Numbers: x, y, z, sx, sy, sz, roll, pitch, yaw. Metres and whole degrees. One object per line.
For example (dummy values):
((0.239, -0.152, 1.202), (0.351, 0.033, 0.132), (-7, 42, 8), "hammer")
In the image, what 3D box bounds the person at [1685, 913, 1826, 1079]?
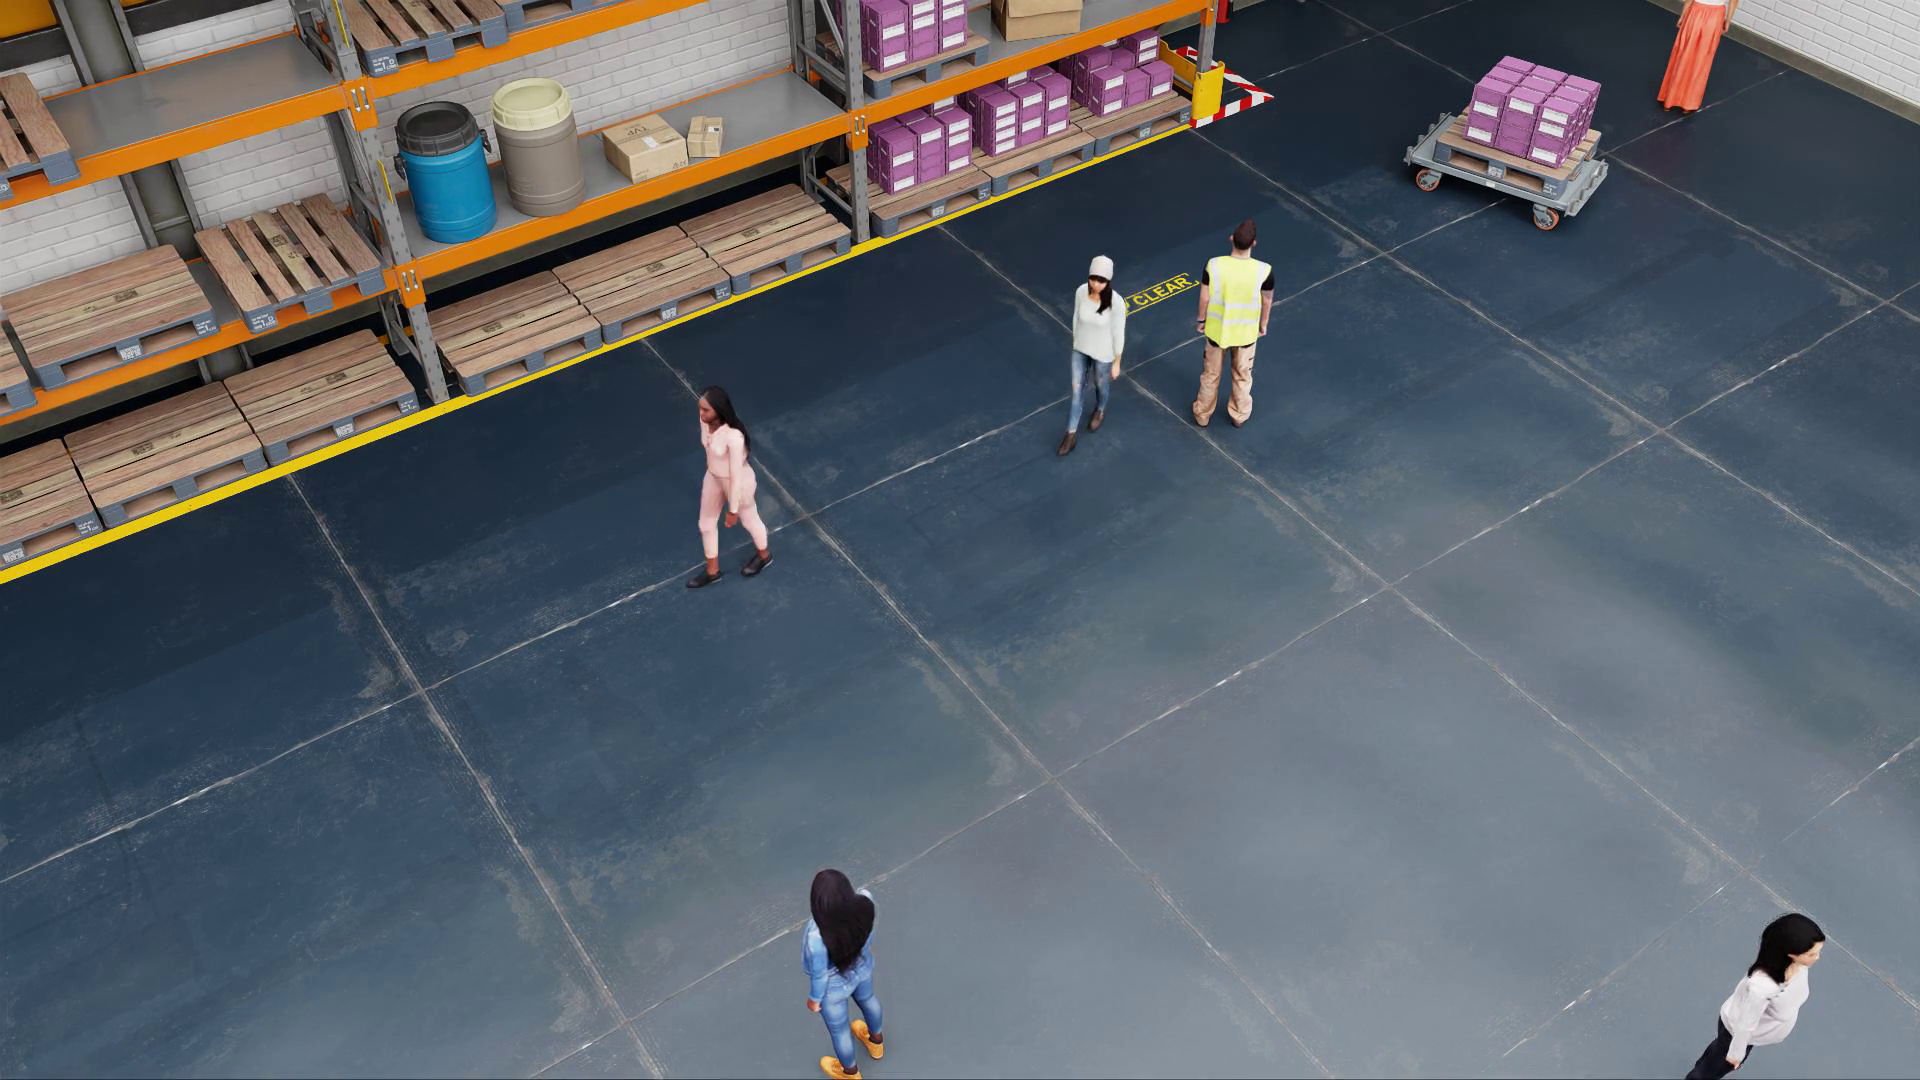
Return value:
((3.960, 2.416, 8.372), (0.716, 1.700, 0.548), (34, 53, 30), "person")

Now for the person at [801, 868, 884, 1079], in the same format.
((-0.594, 2.239, 8.550), (0.725, 1.711, 0.561), (29, 51, 27), "person")

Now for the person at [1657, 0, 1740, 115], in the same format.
((7.183, -4.995, 16.077), (0.730, 1.802, 0.756), (15, 46, 15), "person")

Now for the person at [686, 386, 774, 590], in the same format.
((-1.485, -0.401, 11.333), (0.731, 1.695, 0.927), (33, 53, 30), "person")

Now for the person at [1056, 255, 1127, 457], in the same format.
((1.046, -1.451, 12.488), (0.870, 1.621, 1.039), (20, 47, 19), "person")

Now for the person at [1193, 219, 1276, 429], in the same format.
((2.045, -1.608, 12.489), (0.853, 1.847, 0.915), (6, 44, 6), "person")
